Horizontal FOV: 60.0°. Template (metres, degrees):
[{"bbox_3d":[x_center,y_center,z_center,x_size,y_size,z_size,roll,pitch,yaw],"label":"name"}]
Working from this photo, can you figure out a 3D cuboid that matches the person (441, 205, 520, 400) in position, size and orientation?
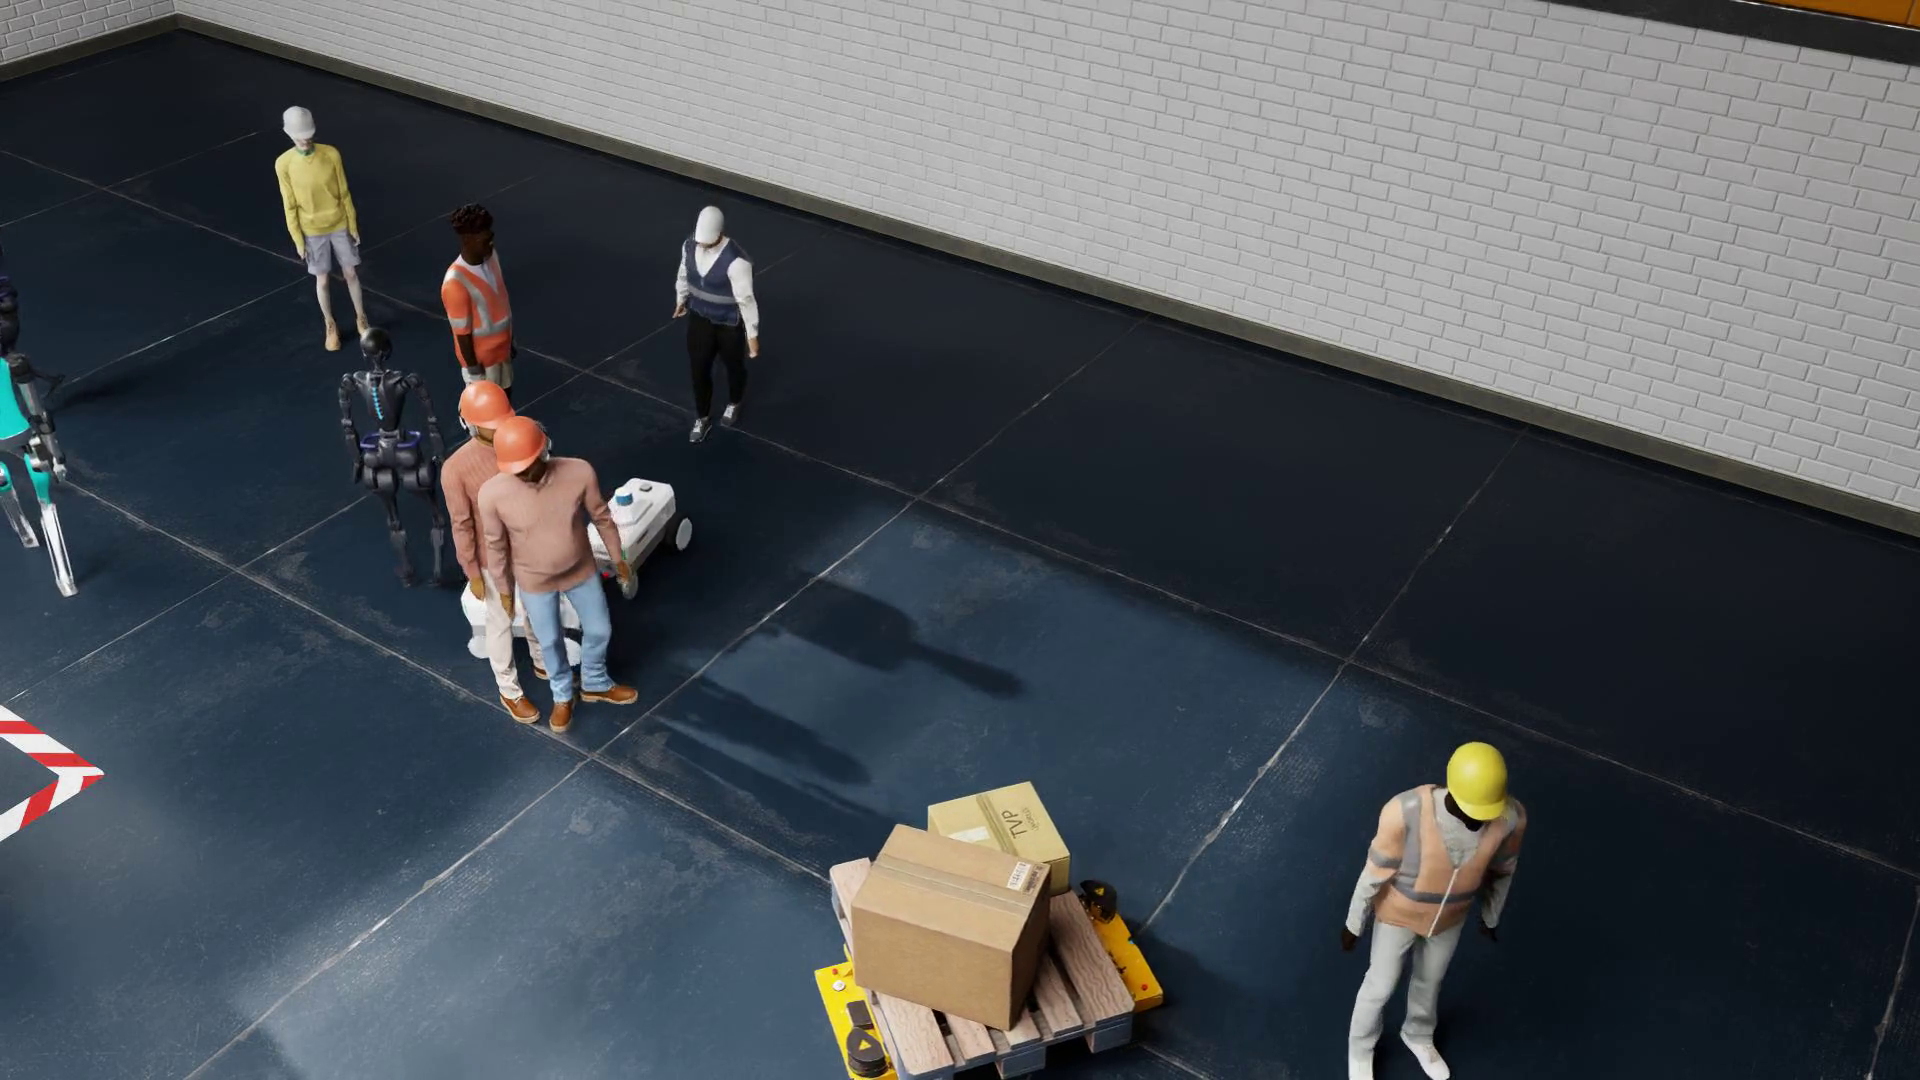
[{"bbox_3d":[-2.986,-1.206,10.522,0.379,1.957,0.598,5,35,7],"label":"person"}]

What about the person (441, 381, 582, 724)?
[{"bbox_3d":[-2.349,0.045,8.697,0.378,1.994,0.615,21,40,27],"label":"person"}]

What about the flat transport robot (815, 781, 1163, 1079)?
[{"bbox_3d":[0.125,1.972,7.446,1.431,0.231,0.659,-11,37,-16],"label":"flat transport robot"}]

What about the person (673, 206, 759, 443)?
[{"bbox_3d":[-1.638,-1.450,11.077,0.706,1.710,0.678,11,36,15],"label":"person"}]

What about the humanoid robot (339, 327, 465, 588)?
[{"bbox_3d":[-3.271,-0.439,9.672,0.610,1.645,0.448,-1,35,-1],"label":"humanoid robot"}]

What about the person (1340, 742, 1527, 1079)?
[{"bbox_3d":[1.867,1.512,6.674,0.681,1.913,0.449,-2,35,-3],"label":"person"}]

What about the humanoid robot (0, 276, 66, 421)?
[{"bbox_3d":[-6.482,-1.559,11.271,0.403,1.644,0.615,-16,38,-22],"label":"humanoid robot"}]

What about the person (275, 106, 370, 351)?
[{"bbox_3d":[-4.631,-2.267,12.111,0.484,1.879,0.419,-19,39,-25],"label":"person"}]

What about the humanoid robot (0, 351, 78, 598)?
[{"bbox_3d":[-5.620,-0.553,9.781,0.546,1.769,0.947,-23,41,-29],"label":"humanoid robot"}]

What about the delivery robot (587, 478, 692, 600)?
[{"bbox_3d":[-1.999,-0.052,10.103,0.499,0.611,0.809,11,36,15],"label":"delivery robot"}]

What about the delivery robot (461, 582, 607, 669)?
[{"bbox_3d":[-2.413,0.395,9.462,0.807,0.609,0.499,1,35,2],"label":"delivery robot"}]

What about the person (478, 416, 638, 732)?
[{"bbox_3d":[-2.048,0.183,8.520,0.679,1.967,0.445,-14,37,-19],"label":"person"}]
